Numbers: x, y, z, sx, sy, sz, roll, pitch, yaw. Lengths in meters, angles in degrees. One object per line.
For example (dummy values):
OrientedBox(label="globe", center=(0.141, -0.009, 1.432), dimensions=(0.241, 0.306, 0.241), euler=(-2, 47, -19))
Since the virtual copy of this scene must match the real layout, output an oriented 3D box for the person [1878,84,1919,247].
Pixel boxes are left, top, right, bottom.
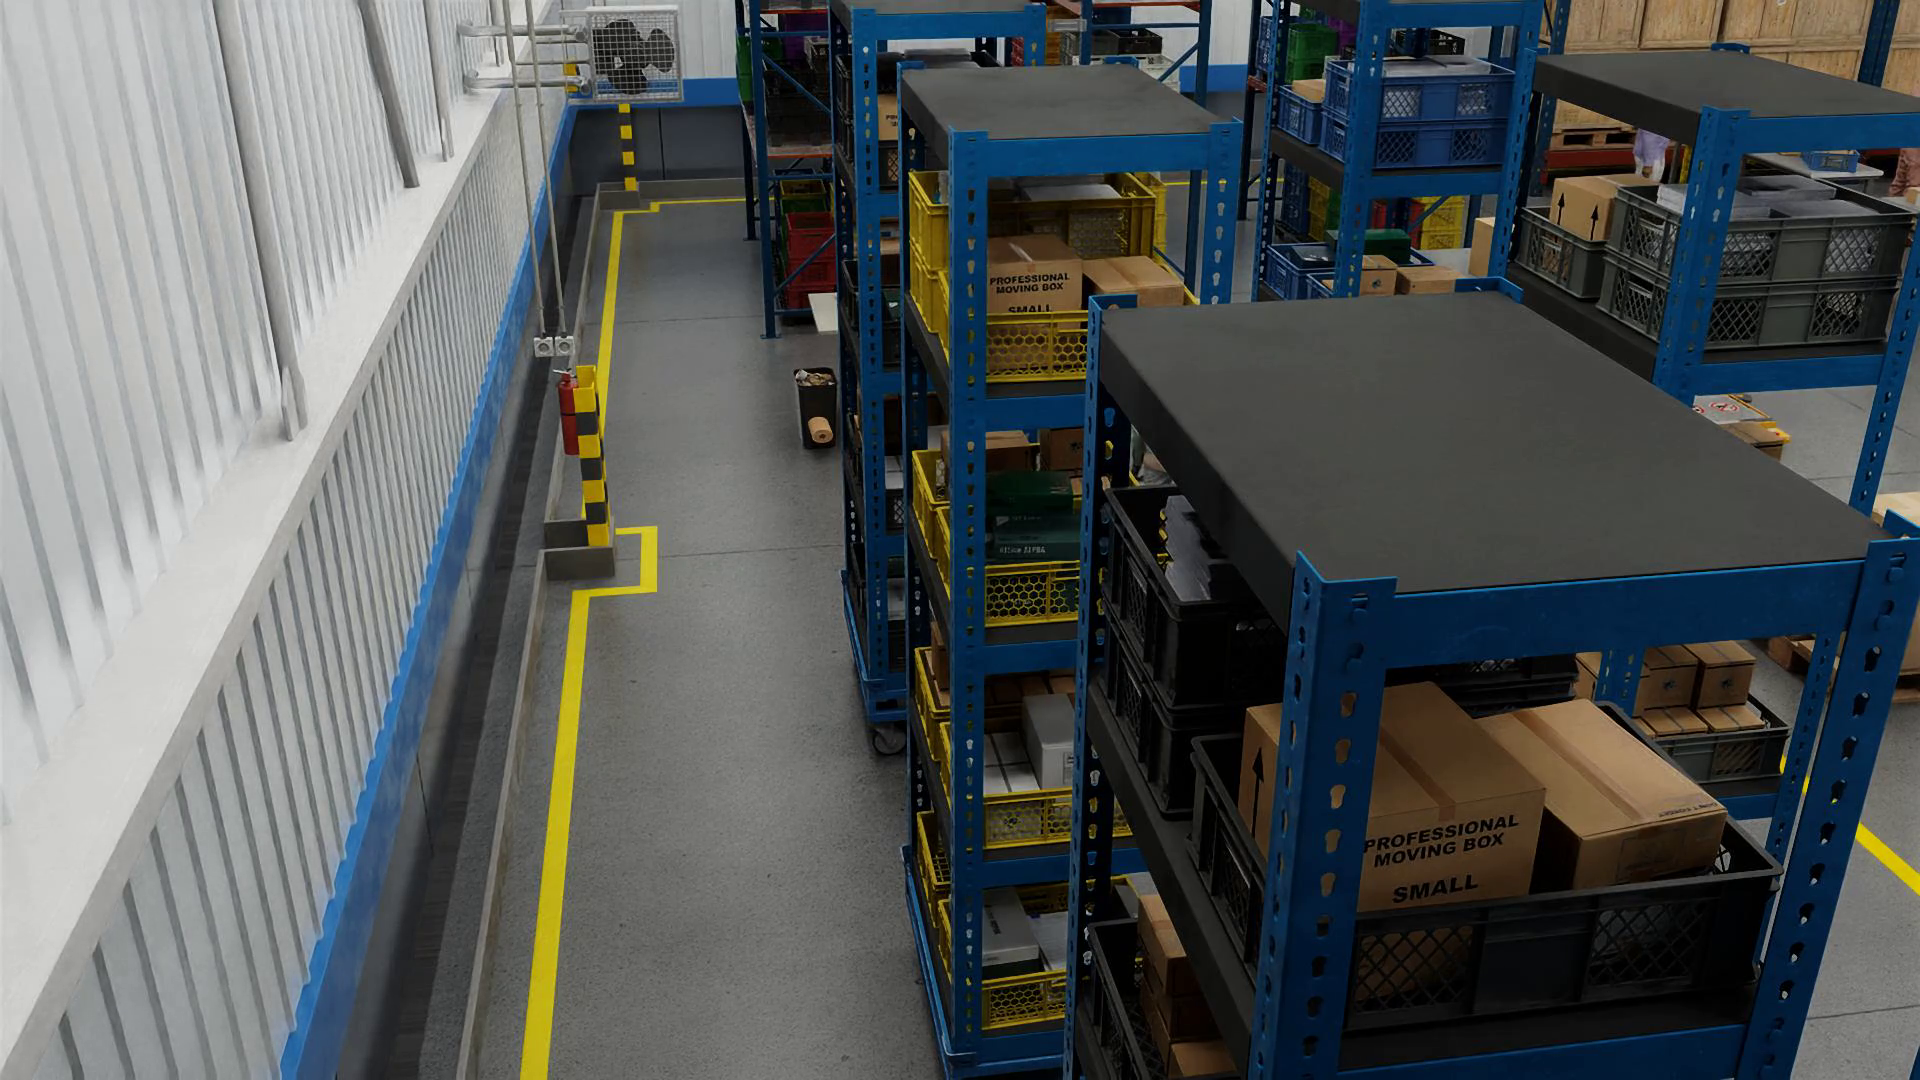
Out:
OrientedBox(label="person", center=(9.809, -3.953, 16.934), dimensions=(0.397, 1.899, 0.644), euler=(2, 25, 5))
